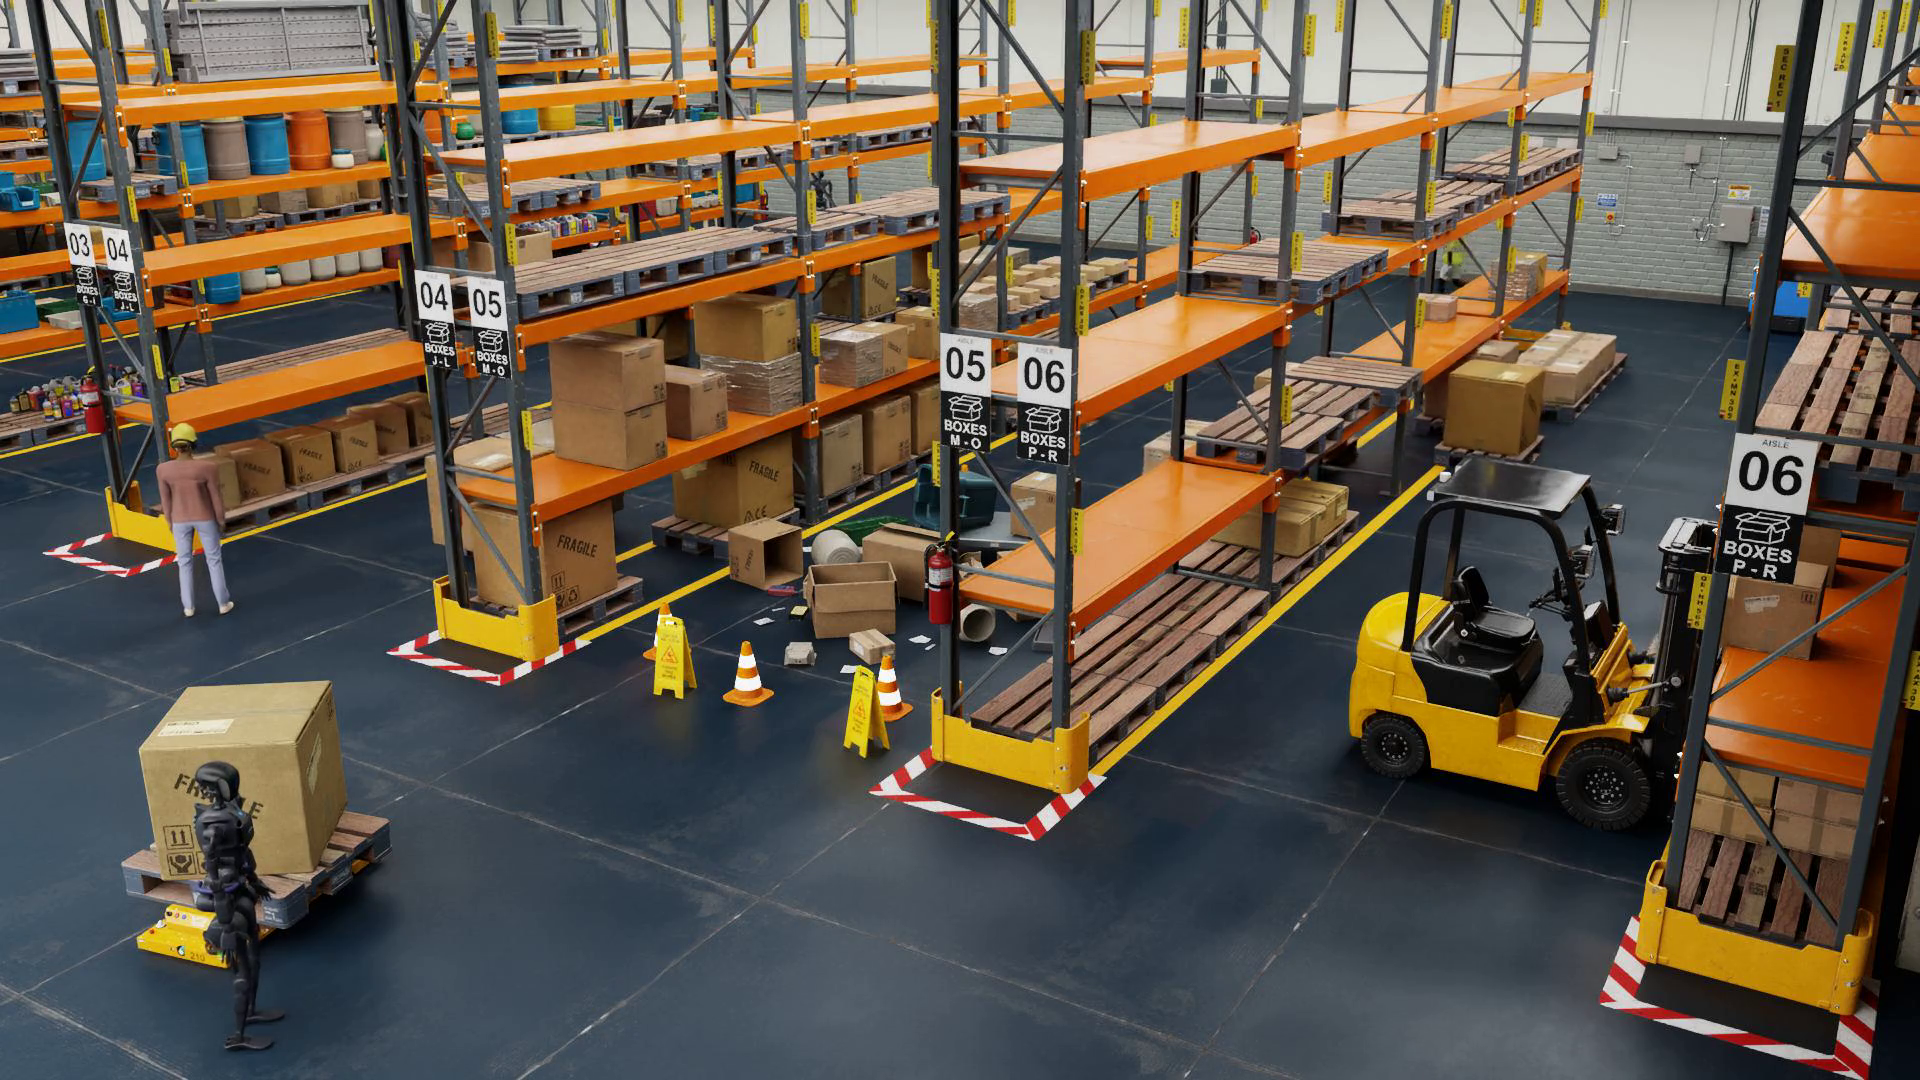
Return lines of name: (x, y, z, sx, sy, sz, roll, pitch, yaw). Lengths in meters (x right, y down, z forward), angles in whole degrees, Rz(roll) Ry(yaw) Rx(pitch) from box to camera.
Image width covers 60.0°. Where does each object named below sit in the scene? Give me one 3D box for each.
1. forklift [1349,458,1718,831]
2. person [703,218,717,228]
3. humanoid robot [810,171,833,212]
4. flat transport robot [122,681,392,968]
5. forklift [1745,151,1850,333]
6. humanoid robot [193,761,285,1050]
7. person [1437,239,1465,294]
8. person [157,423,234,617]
forklift: (3.988, 0.658, 11.776, 2.313, 2.155, 1.214, 11, 22, 29)
person: (-5.240, -7.063, 34.865, 0.491, 1.688, 0.348, -5, 20, -14)
humanoid robot: (-2.869, -6.851, 34.261, 0.599, 1.645, 0.353, -10, 21, -26)
flat transport robot: (-4.346, 2.161, 10.368, 0.659, 0.231, 1.431, 6, 20, 18)
forklift: (13.620, -4.667, 26.137, 1.873, 2.768, 1.129, 11, 22, 29)
humanoid robot: (-3.871, 1.930, 8.878, 0.307, 1.653, 0.608, -3, 19, -8)
person: (8.348, -4.663, 27.966, 0.786, 1.655, 0.561, 12, 22, 30)
person: (-6.831, -0.180, 14.867, 0.516, 1.759, 0.344, -4, 20, -12)
